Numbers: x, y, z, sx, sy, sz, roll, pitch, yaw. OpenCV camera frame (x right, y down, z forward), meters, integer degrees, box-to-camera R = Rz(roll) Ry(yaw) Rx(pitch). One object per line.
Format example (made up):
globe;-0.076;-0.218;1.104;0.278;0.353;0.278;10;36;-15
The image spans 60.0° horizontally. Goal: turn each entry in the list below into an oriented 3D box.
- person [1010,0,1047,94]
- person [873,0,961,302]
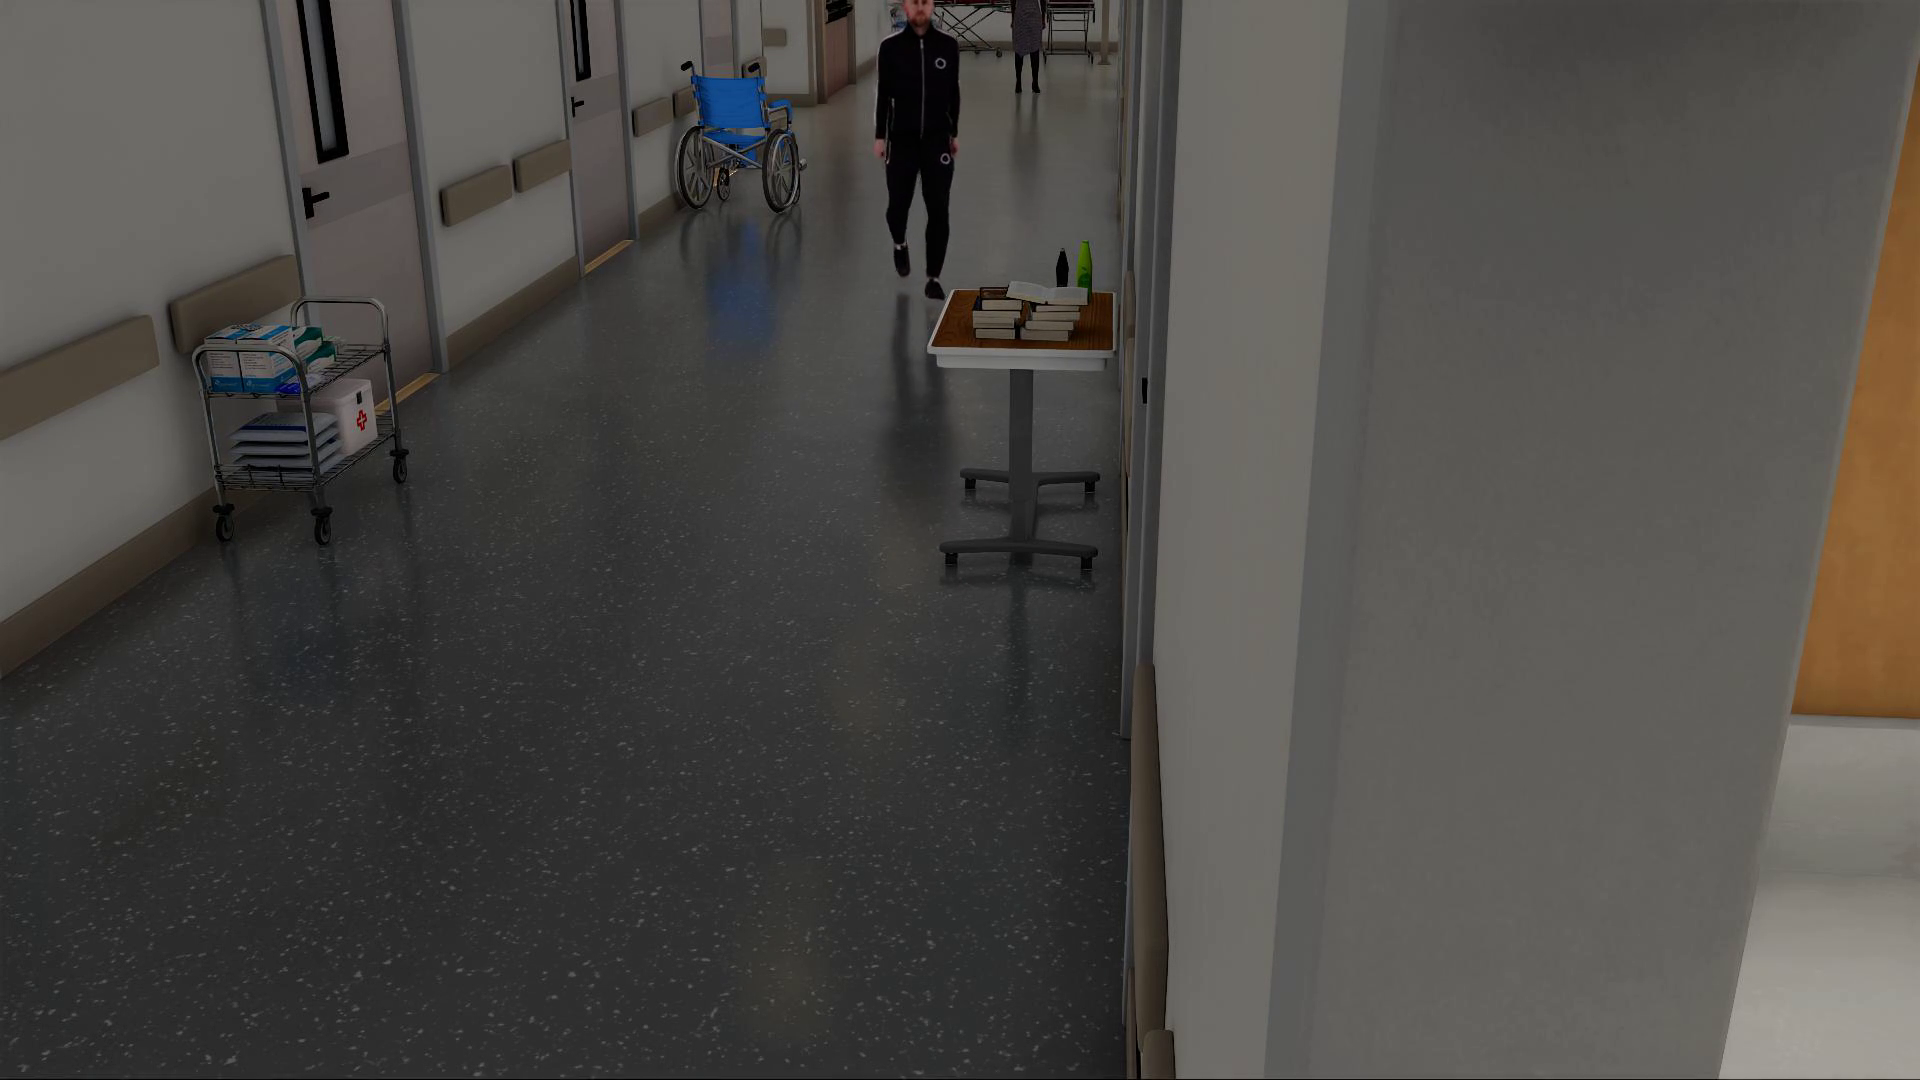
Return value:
person;0.867;-6.664;21.352;0.634;1.789;0.549;4;21;11
person;-0.260;-2.379;10.020;0.860;1.803;1.255;-3;21;-7
